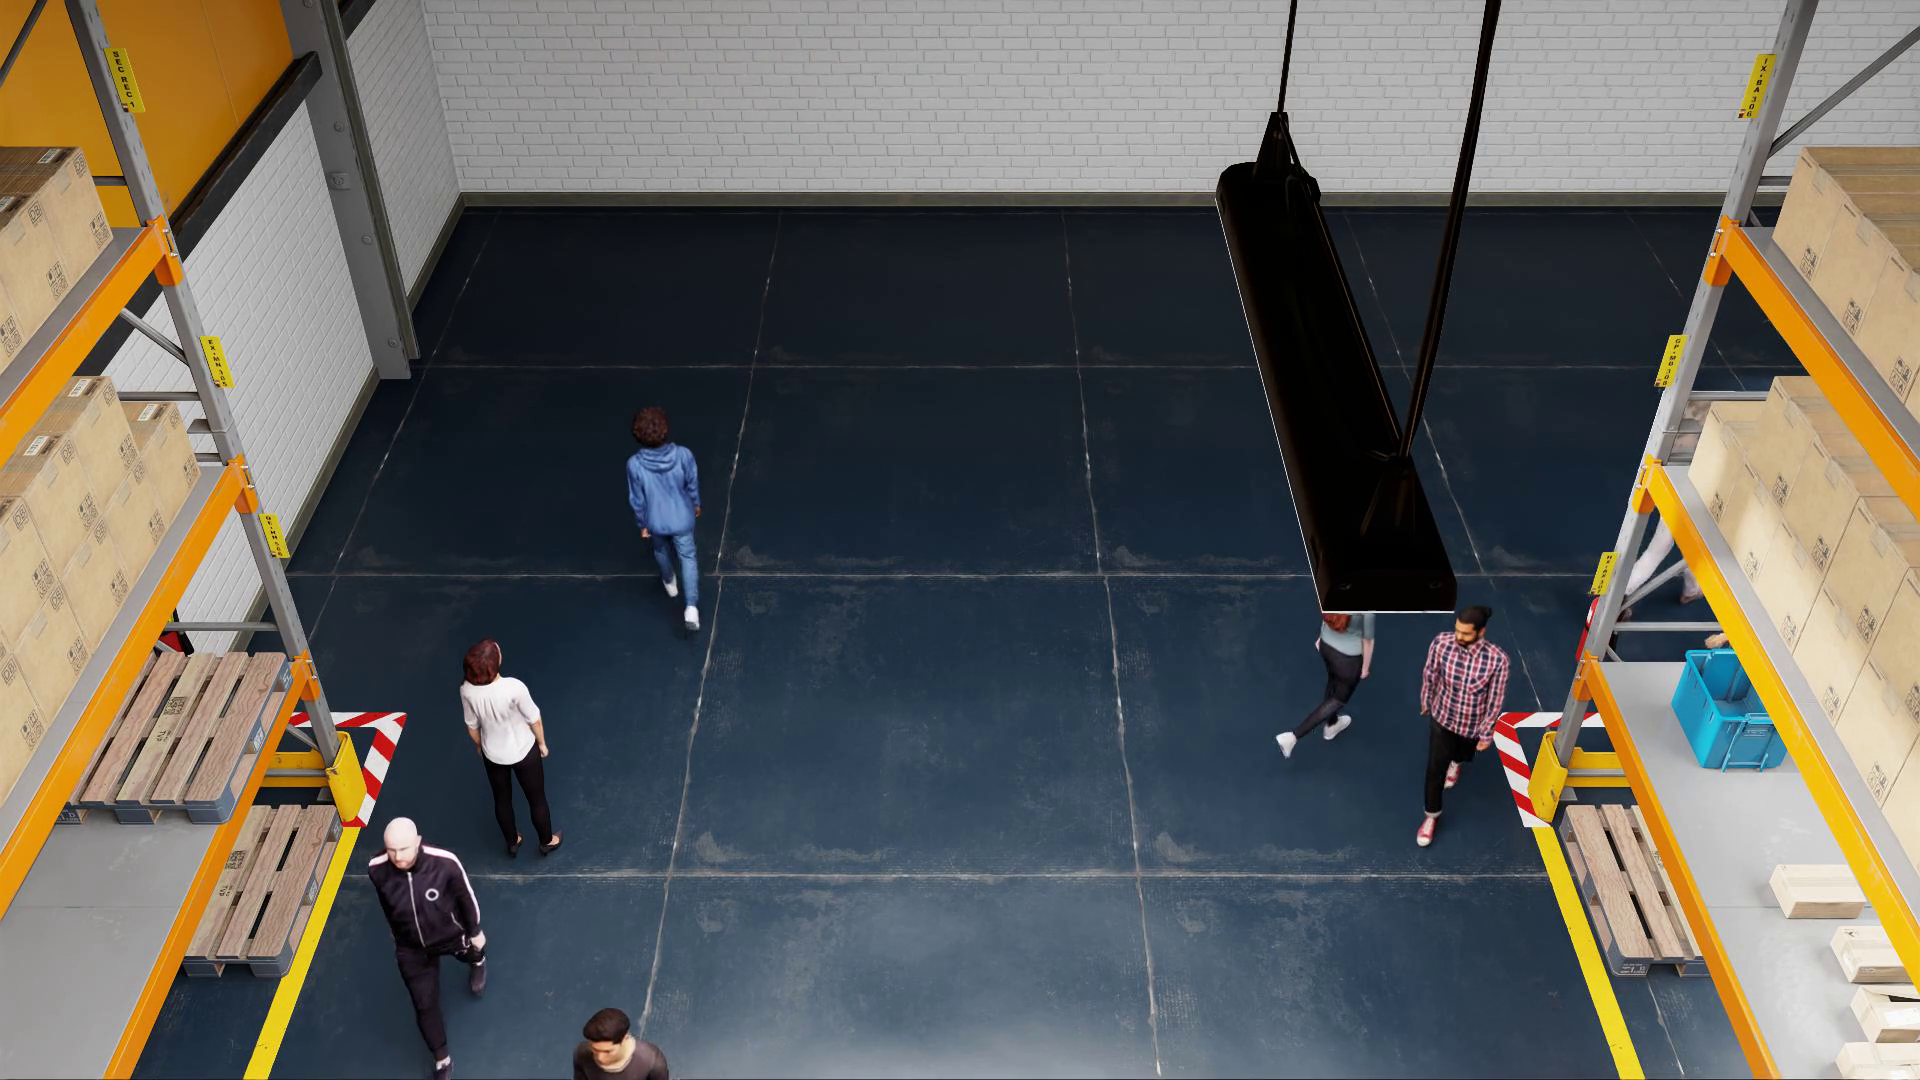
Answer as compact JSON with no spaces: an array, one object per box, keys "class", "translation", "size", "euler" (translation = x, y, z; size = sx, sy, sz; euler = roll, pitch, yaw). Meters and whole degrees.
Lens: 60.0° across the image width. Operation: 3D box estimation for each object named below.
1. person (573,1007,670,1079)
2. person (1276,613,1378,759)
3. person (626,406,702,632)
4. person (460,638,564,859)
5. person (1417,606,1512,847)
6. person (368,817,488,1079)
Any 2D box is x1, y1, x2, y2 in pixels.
[{"class":"person","translation":[-1.668,2.841,8.428],"size":[0.806,1.671,1.128],"euler":[9,40,12]},{"class":"person","translation":[2.458,0.793,10.952],"size":[0.995,1.722,1.033],"euler":[-25,45,-28]},{"class":"person","translation":[-2.103,-0.141,12.074],"size":[0.772,1.781,1.130],"euler":[-6,39,-7]},{"class":"person","translation":[-2.776,1.311,10.245],"size":[0.613,1.795,0.512],"euler":[2,39,2]},{"class":"person","translation":[3.216,1.064,10.592],"size":[0.959,1.747,1.201],"euler":[14,41,17]},{"class":"person","translation":[-2.897,2.112,9.244],"size":[0.801,1.793,1.247],"euler":[-4,39,-5]}]
